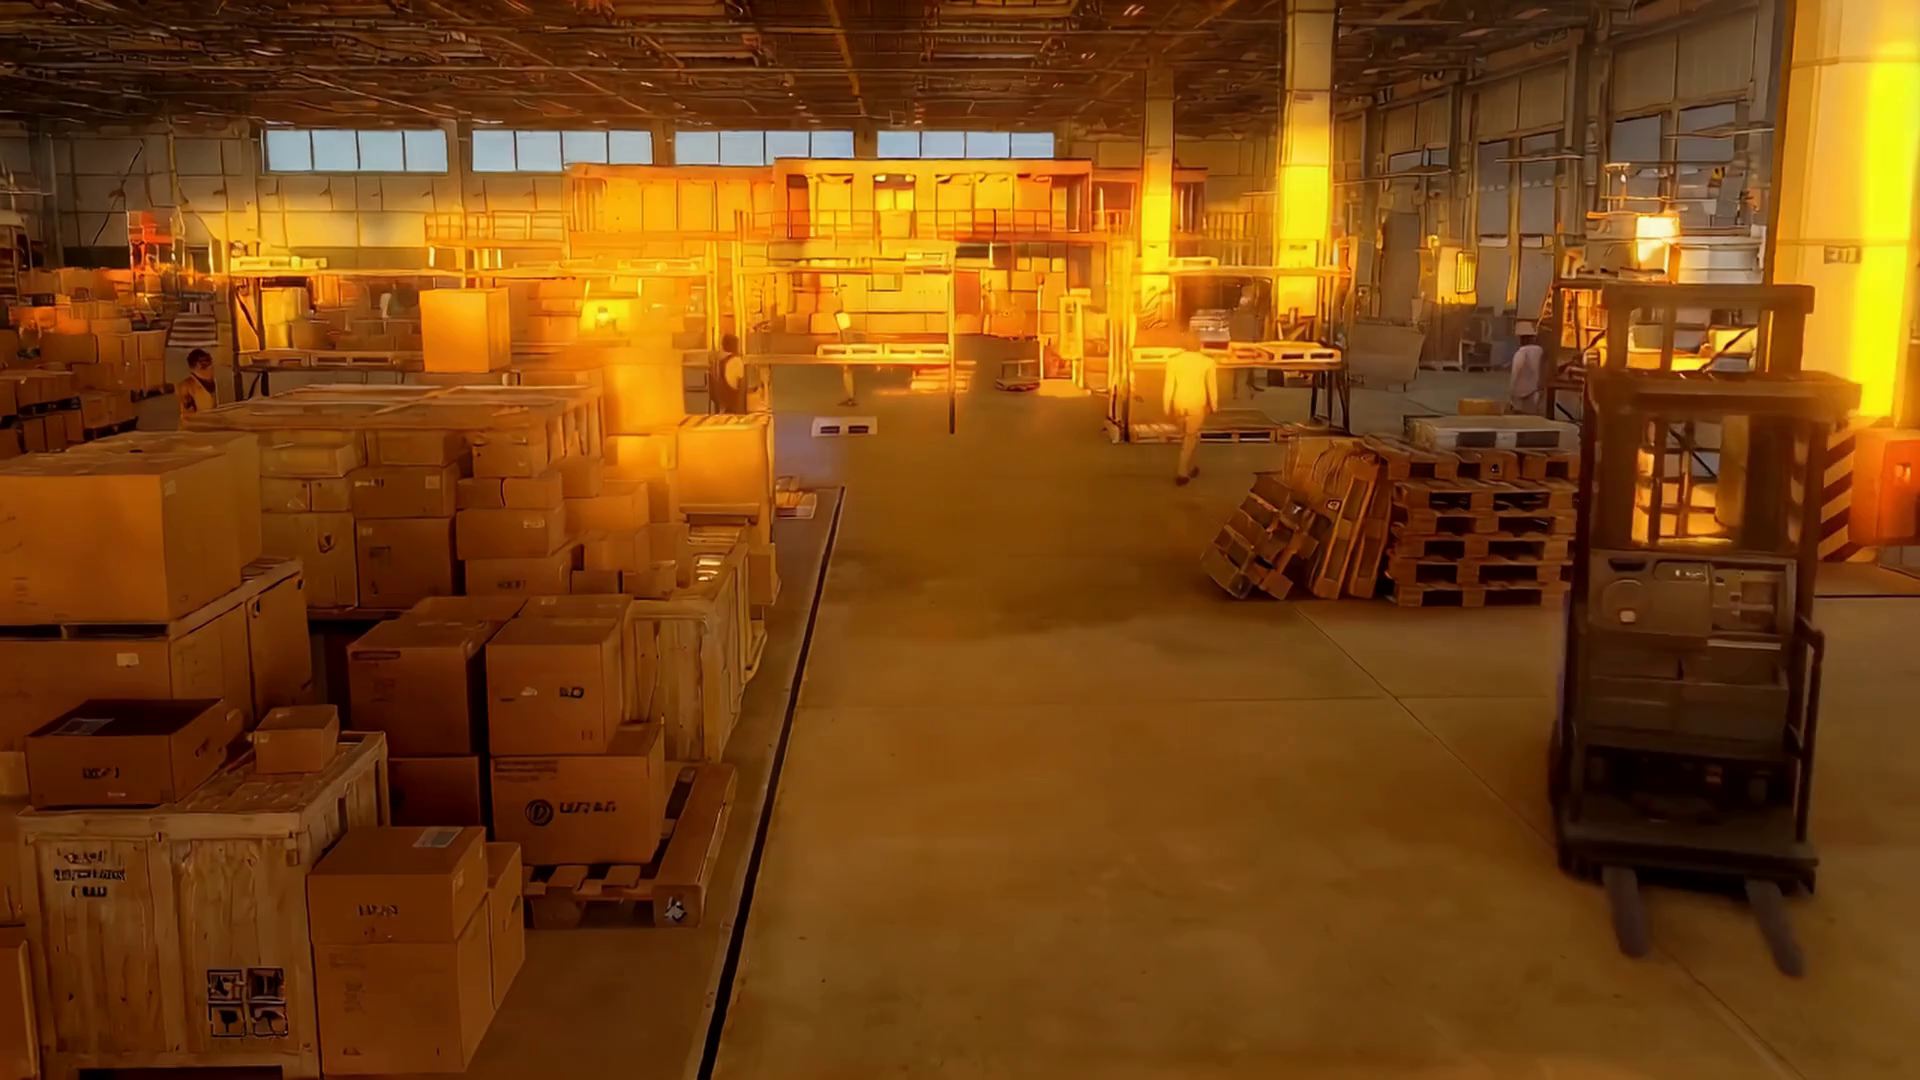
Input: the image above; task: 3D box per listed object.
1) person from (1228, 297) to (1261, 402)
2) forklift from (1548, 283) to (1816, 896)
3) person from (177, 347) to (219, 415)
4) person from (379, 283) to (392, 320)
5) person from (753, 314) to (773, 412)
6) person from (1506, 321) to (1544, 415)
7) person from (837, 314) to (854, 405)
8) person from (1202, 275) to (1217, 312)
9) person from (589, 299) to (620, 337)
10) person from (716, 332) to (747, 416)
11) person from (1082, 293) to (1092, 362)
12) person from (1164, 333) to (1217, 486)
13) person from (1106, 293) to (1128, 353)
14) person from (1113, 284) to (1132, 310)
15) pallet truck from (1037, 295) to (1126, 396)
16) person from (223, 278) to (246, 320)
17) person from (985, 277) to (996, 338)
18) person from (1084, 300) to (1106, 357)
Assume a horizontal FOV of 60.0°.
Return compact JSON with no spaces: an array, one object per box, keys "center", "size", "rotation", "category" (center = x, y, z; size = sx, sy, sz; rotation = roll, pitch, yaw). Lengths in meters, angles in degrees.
[{"center":[5.401,-3.615,31.585],"size":[0.609,1.995,0.376],"rotation":[2,10,10],"category":"person"},{"center":[3.678,0.096,8.446],"size":[1.129,2.768,1.873],"rotation":[3,11,17],"category":"forklift"},{"center":[-8.077,-1.095,17.758],"size":[0.392,1.920,0.591],"rotation":[1,10,6],"category":"person"},{"center":[-16.710,-6.575,48.528],"size":[0.513,1.835,0.941],"rotation":[8,13,37],"category":"person"},{"center":[-3.489,-3.114,29.424],"size":[0.302,1.772,0.530],"rotation":[2,10,11],"category":"person"},{"center":[7.882,-2.094,23.297],"size":[0.555,1.924,0.393],"rotation":[-7,12,-35],"category":"person"},{"center":[-2.134,-3.364,31.020],"size":[0.318,1.697,0.535],"rotation":[-2,10,-14],"category":"person"},{"center":[10.365,-10.310,68.934],"size":[0.648,1.972,0.532],"rotation":[8,13,39],"category":"person"},{"center":[-7.113,-3.852,33.172],"size":[0.606,1.904,0.685],"rotation":[4,11,19],"category":"person"},{"center":[-3.114,-1.870,22.327],"size":[0.657,1.829,0.531],"rotation":[-9,14,-41],"category":"person"},{"center":[3.139,-5.357,41.991],"size":[0.487,1.744,0.294],"rotation":[7,13,36],"category":"person"},{"center":[2.932,-1.656,20.976],"size":[0.622,1.880,0.998],"rotation":[6,12,32],"category":"person"},{"center":[3.500,-4.526,36.890],"size":[0.582,1.919,0.401],"rotation":[-3,11,-17],"category":"person"},{"center":[4.352,-5.996,45.112],"size":[0.618,1.911,0.696],"rotation":[8,13,36],"category":"person"},{"center":[2.483,-3.881,33.060],"size":[1.885,1.965,0.823],"rotation":[-7,13,-36],"category":"pallet truck"},{"center":[-21.288,-6.715,48.890],"size":[0.608,1.998,1.062],"rotation":[-1,10,-3],"category":"person"},{"center":[0.971,-7.312,52.380],"size":[0.368,1.932,0.623],"rotation":[2,10,13],"category":"person"},{"center":[2.853,-4.163,35.139],"size":[0.644,1.817,0.676],"rotation":[-10,14,-44],"category":"person"}]
